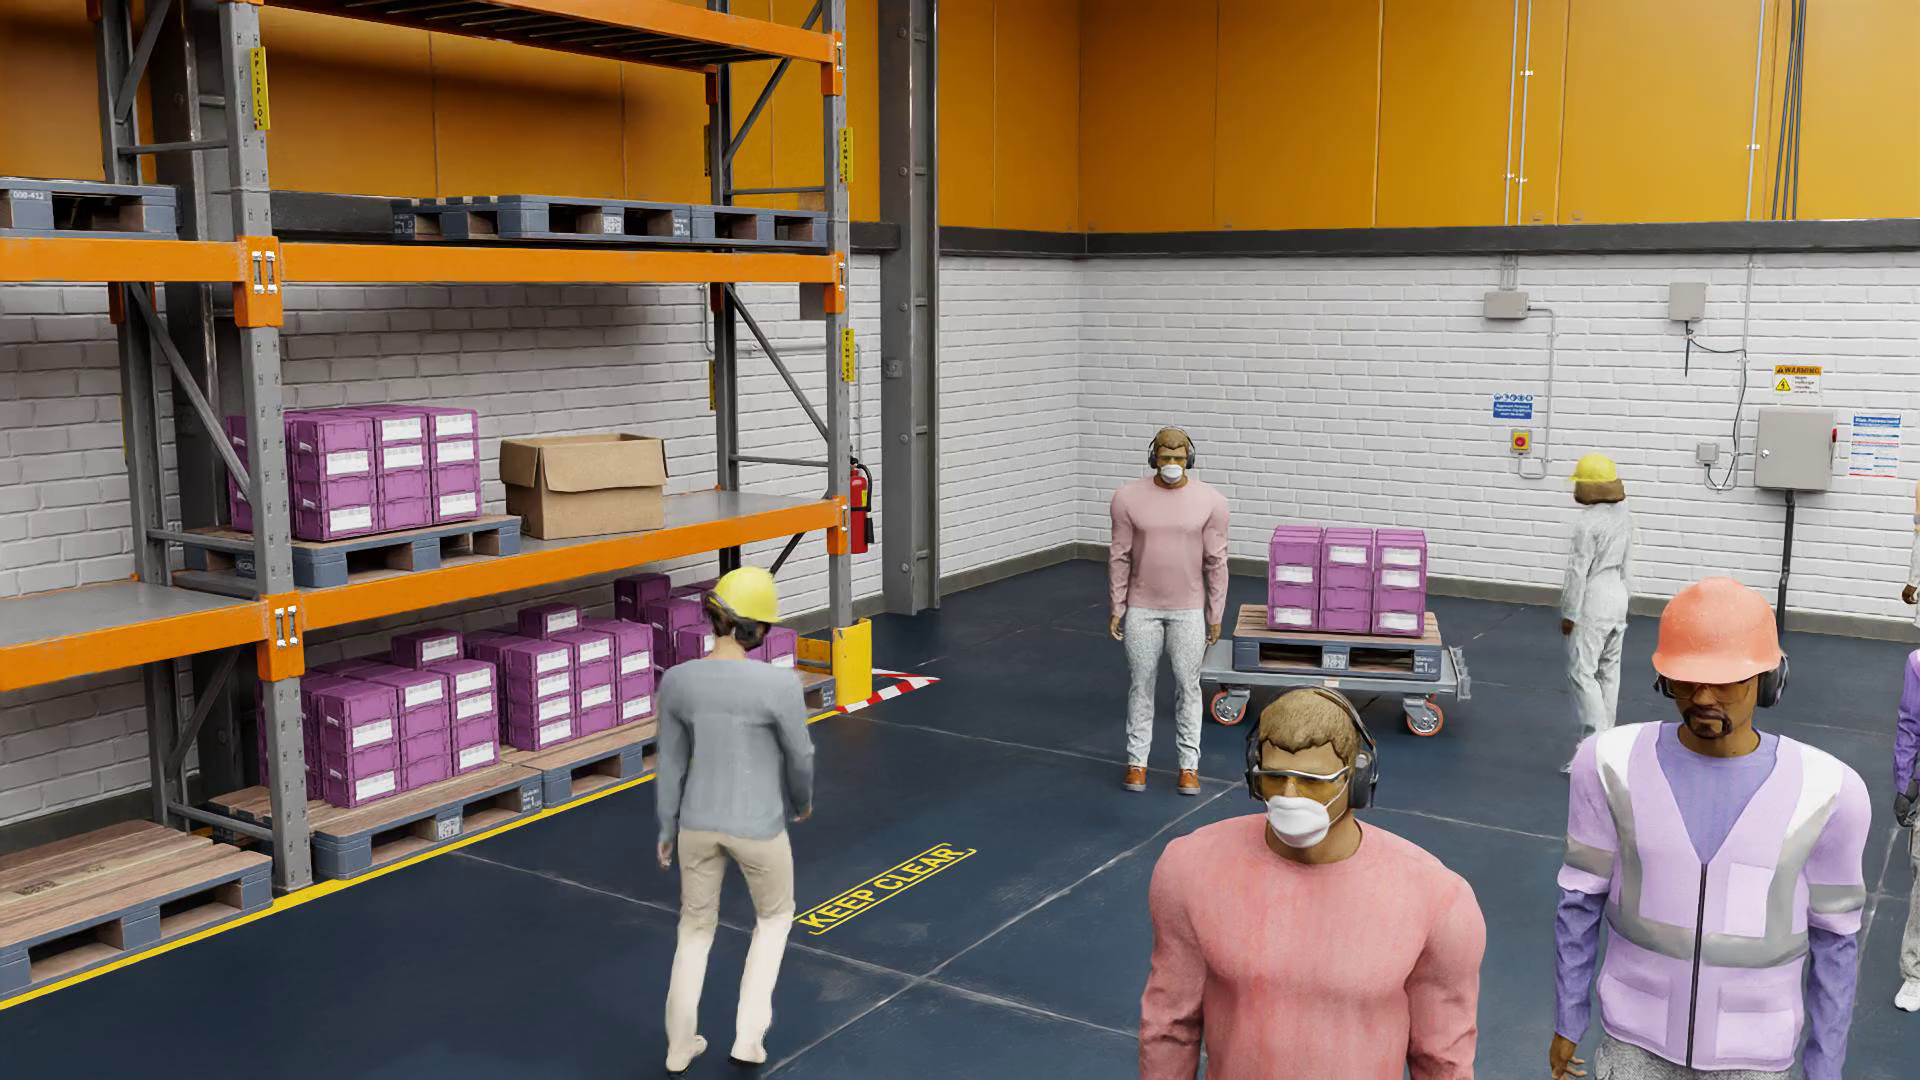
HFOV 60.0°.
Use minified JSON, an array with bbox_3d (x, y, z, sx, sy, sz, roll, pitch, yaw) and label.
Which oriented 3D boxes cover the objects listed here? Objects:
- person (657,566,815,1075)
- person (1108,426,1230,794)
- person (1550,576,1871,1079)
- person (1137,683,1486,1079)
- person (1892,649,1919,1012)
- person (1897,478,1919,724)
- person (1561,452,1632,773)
[{"bbox_3d":[-0.746,0.946,5.578,0.532,1.732,0.433,3,9,20],"label":"person"},{"bbox_3d":[1.085,0.365,8.704,0.625,1.933,0.376,2,9,12],"label":"person"},{"bbox_3d":[1.617,1.085,3.660,0.615,2.041,0.391,5,10,28],"label":"person"},{"bbox_3d":[0.637,1.216,3.146,0.634,1.939,0.367,3,9,19],"label":"person"},{"bbox_3d":[3.633,0.934,5.978,0.508,1.629,0.317,5,10,32],"label":"person"},{"bbox_3d":[5.827,0.201,9.779,0.543,1.928,0.370,0,9,0],"label":"person"},{"bbox_3d":[3.547,0.392,9.150,0.669,1.745,0.482,-6,11,-36],"label":"person"}]
